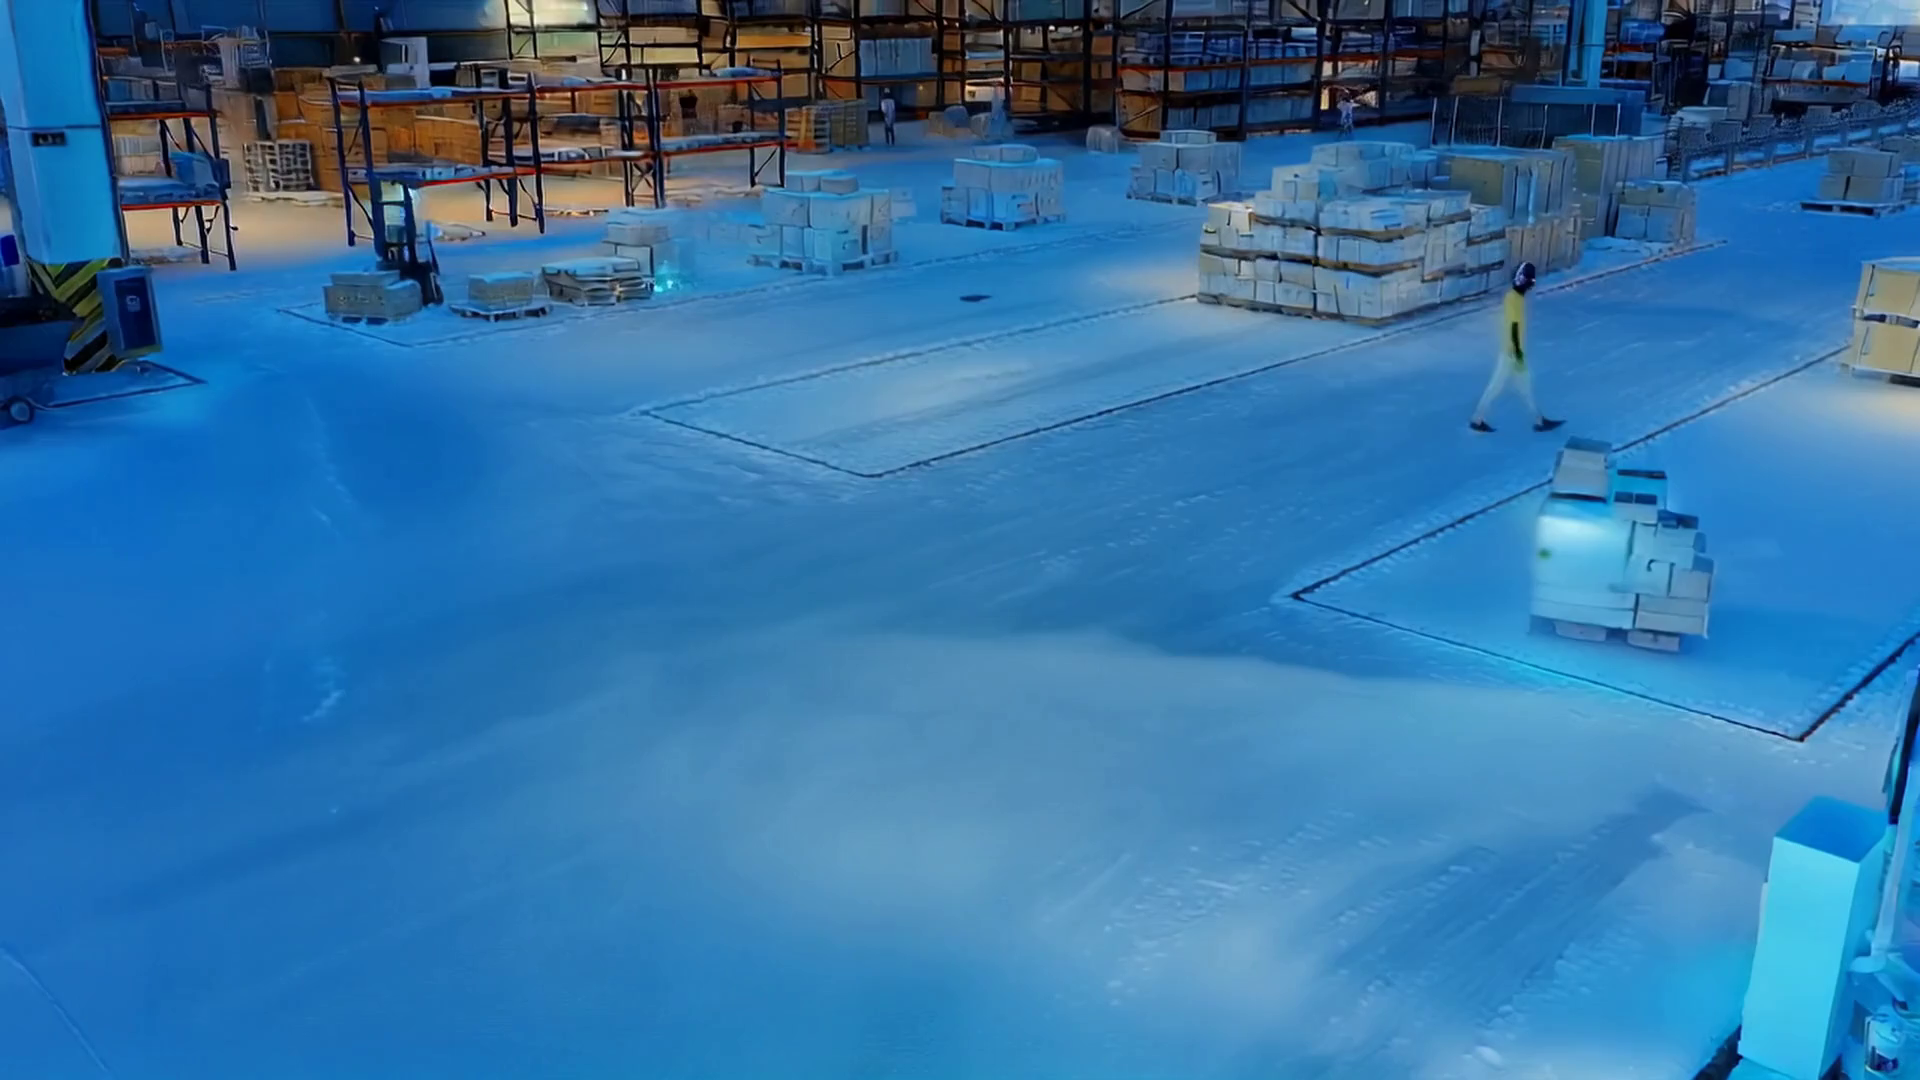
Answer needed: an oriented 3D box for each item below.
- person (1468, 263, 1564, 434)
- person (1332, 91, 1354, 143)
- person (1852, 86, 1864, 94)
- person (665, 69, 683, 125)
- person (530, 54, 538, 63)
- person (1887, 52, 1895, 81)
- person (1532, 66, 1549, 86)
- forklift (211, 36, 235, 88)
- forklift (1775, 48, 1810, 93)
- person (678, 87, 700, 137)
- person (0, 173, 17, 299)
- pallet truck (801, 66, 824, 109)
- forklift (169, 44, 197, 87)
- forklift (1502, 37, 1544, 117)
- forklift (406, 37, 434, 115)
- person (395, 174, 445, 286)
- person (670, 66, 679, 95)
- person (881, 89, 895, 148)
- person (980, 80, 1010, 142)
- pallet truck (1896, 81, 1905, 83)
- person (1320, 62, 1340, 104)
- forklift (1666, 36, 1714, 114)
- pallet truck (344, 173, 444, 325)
[{"bbox_3d":[5.862,-1.973,17.384,0.971,1.819,0.554,10,21,27],"label":"person"},{"bbox_3d":[11.412,-12.427,49.145,0.865,1.651,0.545,0,18,-1],"label":"person"},{"bbox_3d":[32.616,-16.190,60.412,0.532,1.696,0.319,-7,20,-20],"label":"person"},{"bbox_3d":[-9.915,-15.275,57.390,1.063,1.866,0.646,12,22,32],"label":"person"},{"bbox_3d":[-17.462,-18.874,68.113,0.638,1.954,0.462,13,23,35],"label":"person"},{"bbox_3d":[43.414,-21.930,77.660,0.483,1.717,0.667,-5,19,-14],"label":"person"},{"bbox_3d":[21.053,-16.229,60.302,1.007,1.840,0.686,-9,20,-25],"label":"person"},{"bbox_3d":[-27.078,-17.187,61.563,1.873,2.768,1.129,-7,20,-20],"label":"forklift"},{"bbox_3d":[35.835,-20.156,70.509,1.873,2.768,1.129,17,25,41],"label":"forklift"},{"bbox_3d":[-7.827,-12.179,48.012,0.620,1.890,0.738,-5,19,-16],"label":"person"},{"bbox_3d":[-14.325,-4.541,24.861,0.611,1.985,0.393,5,19,14],"label":"person"},{"bbox_3d":[-4.812,-15.182,56.903,0.823,1.965,1.885,-9,21,-26],"label":"pallet truck"},{"bbox_3d":[-24.644,-14.331,52.958,1.129,2.768,1.873,17,25,41],"label":"forklift"},{"bbox_3d":[20.723,-16.776,60.326,1.873,2.768,1.129,10,21,28],"label":"forklift"},{"bbox_3d":[-19.821,-17.027,61.080,1.129,2.768,1.873,17,25,41],"label":"forklift"},{"bbox_3d":[-8.531,-4.781,25.884,0.624,1.805,0.920,8,20,24],"label":"person"},{"bbox_3d":[-11.165,-17.864,65.585,0.672,1.611,0.543,-14,23,-37],"label":"person"},{"bbox_3d":[-2.130,-12.437,49.102,0.316,1.696,0.540,16,24,40],"label":"person"},{"bbox_3d":[1.067,-13.174,51.054,0.885,1.874,0.644,-2,19,-7],"label":"person"},{"bbox_3d":[34.802,-16.331,61.455,0.653,1.274,1.630,17,25,41],"label":"pallet truck"},{"bbox_3d":[15.065,-18.651,67.690,0.585,1.789,0.987,-14,23,-37],"label":"person"},{"bbox_3d":[27.341,-17.291,61.877,1.129,2.768,1.873,17,25,41],"label":"forklift"},{"bbox_3d":[-8.209,-4.181,23.757,0.823,1.965,1.885,3,19,9],"label":"pallet truck"}]
